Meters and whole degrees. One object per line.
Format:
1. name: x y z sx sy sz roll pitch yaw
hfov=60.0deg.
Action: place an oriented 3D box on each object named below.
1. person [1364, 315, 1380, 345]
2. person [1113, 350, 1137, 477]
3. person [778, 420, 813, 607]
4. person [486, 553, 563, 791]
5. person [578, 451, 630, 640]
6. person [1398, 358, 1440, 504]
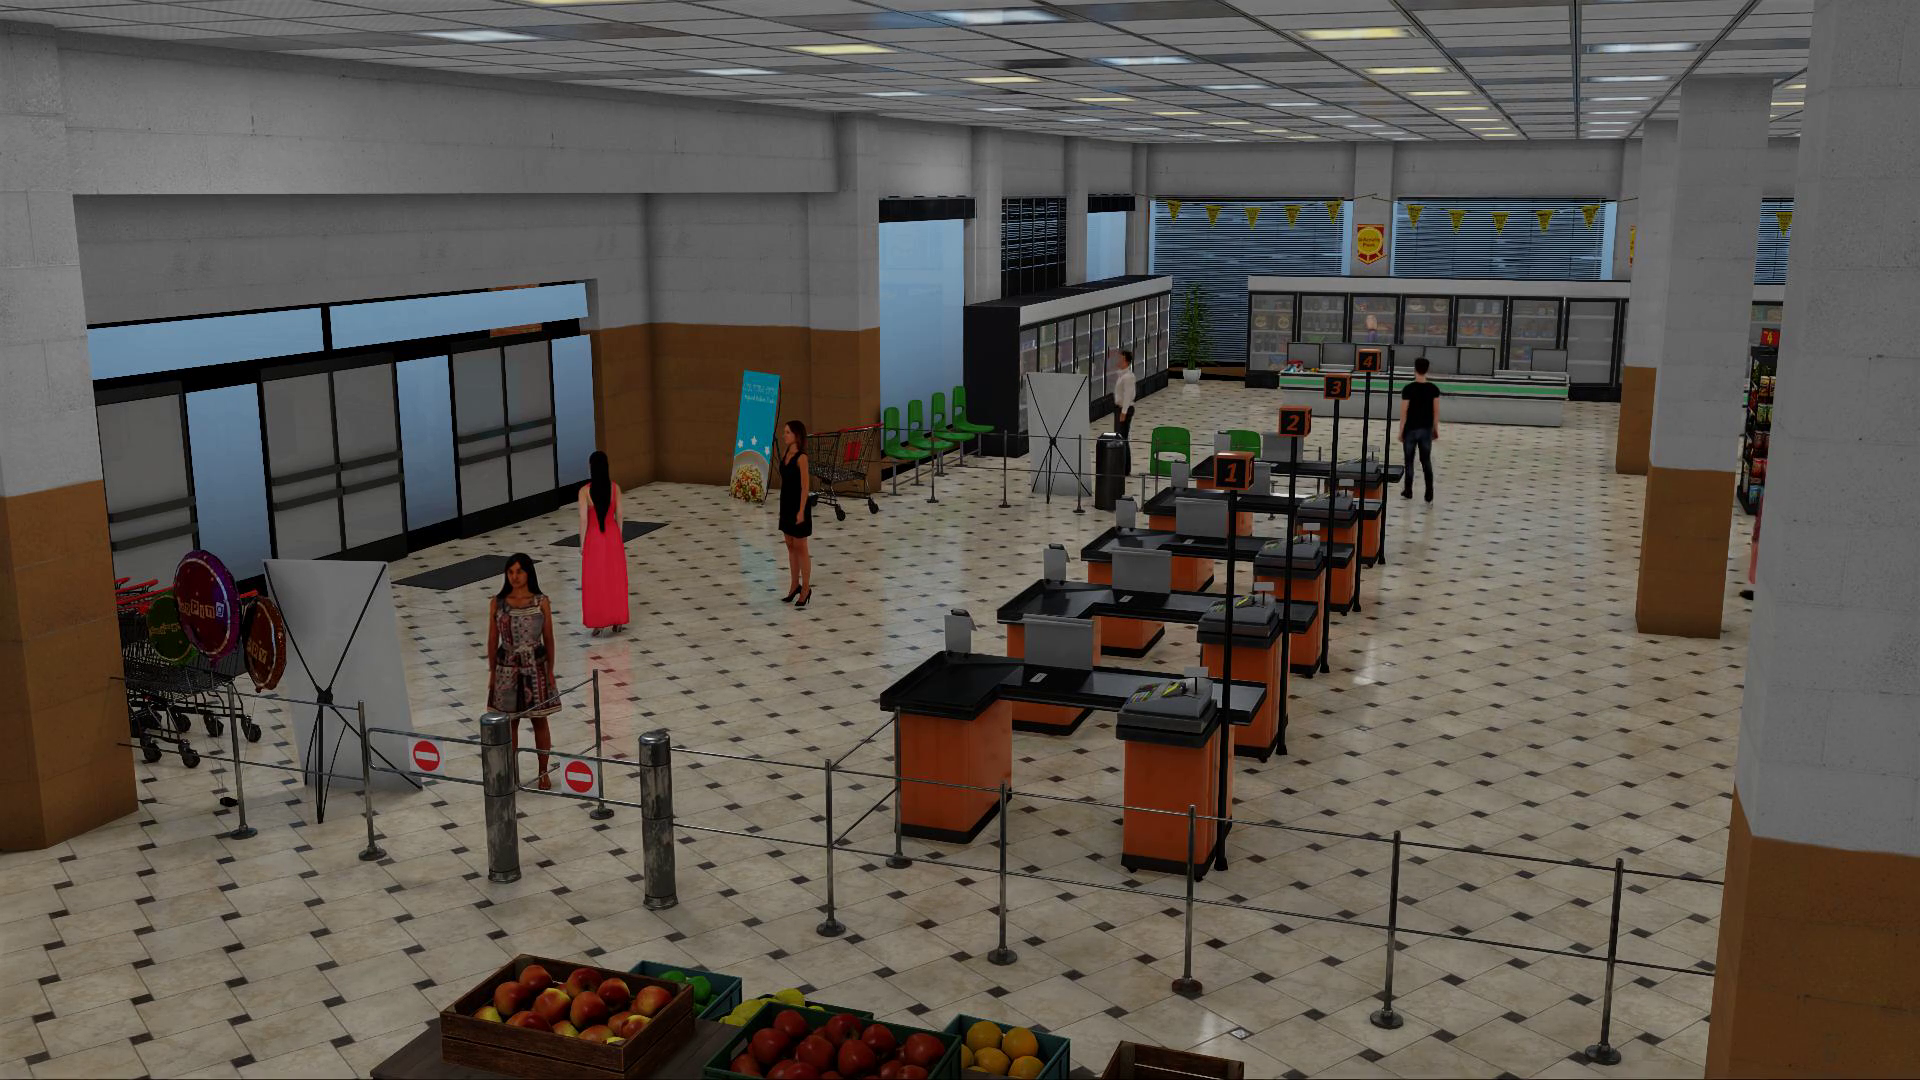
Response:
1. person: 7.913 -3.408 31.599 0.833 1.702 0.624 3 12 13
2. person: 2.345 -1.812 23.780 0.745 1.801 0.784 0 12 2
3. person: -1.616 -0.266 16.354 0.725 1.835 0.630 -9 15 -36
4. person: -2.974 0.890 11.326 0.636 1.645 0.783 -1 12 -7
5. person: -3.261 0.036 15.182 0.713 1.727 0.747 -8 14 -33
6. person: 6.007 -1.407 21.684 1.147 1.873 0.978 0 12 2
